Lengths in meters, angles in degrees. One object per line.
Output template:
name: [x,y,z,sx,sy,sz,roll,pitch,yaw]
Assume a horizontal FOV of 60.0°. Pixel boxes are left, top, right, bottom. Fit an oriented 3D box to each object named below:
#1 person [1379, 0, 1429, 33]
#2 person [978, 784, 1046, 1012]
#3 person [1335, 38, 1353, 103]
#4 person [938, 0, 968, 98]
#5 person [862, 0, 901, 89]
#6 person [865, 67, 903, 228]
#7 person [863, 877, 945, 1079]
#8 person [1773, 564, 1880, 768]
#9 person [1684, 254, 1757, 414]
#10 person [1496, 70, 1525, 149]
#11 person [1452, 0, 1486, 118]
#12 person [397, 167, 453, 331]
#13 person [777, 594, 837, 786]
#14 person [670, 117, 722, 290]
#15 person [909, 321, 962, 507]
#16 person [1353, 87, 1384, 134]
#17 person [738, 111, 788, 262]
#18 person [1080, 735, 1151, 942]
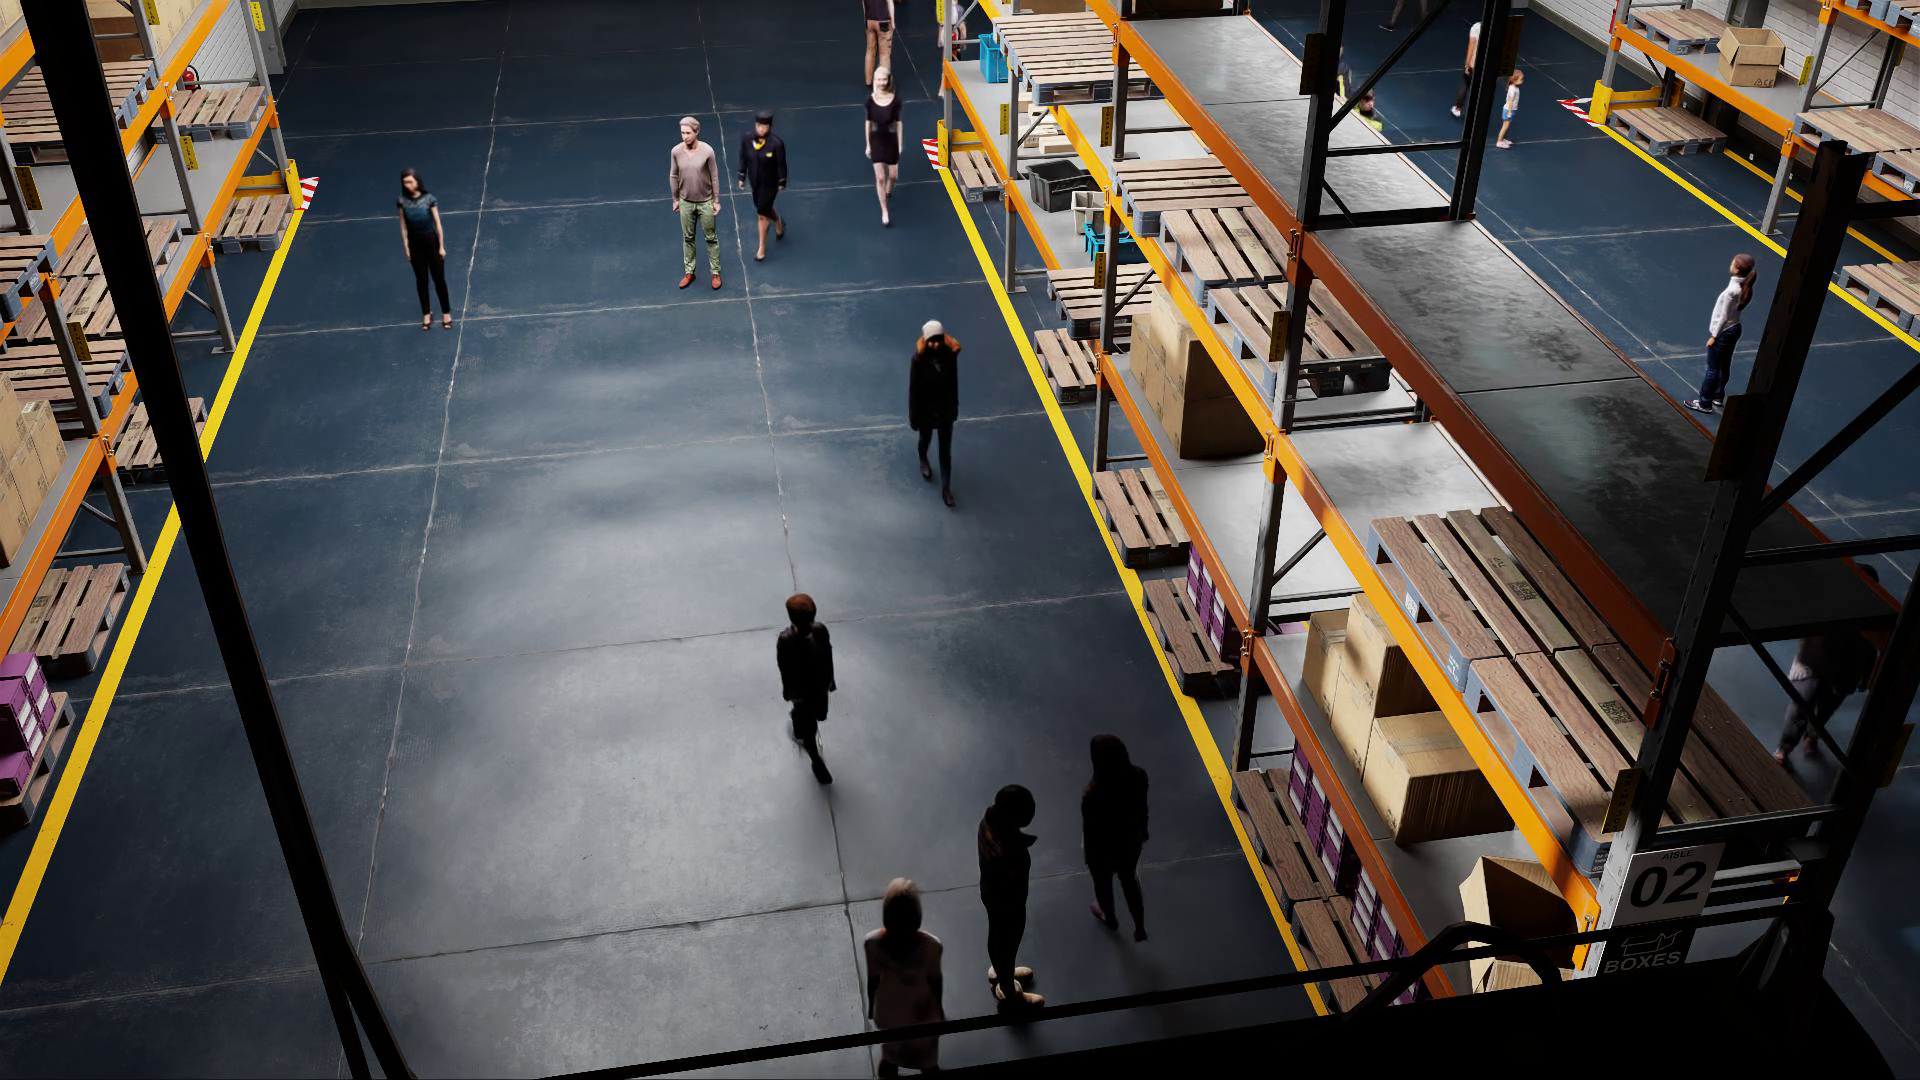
person: [7.063,-8.637,25.416,0.962,1.765,1.084,-17,37,-24]
person: [0.240,2.043,9.442,0.662,1.660,0.589,8,35,12]
person: [4.578,-5.076,20.001,1.021,1.827,0.961,13,36,19]
person: [-0.145,-6.885,23.005,1.022,1.514,1.033,24,40,31]
person: [-1.154,-7.282,23.308,0.767,1.841,0.822,20,39,27]
person: [-0.886,-4.582,19.270,0.634,1.815,0.915,-2,34,-4]
person: [-0.276,2.467,8.728,0.624,1.745,0.610,5,34,7]
person: [5.983,0.788,11.393,0.830,1.590,0.905,12,35,17]
person: [7.149,-1.941,15.528,0.619,1.558,0.646,-25,41,-33]
person: [7.108,-5.587,21.501,0.538,1.017,0.460,14,36,20]
person: [6.885,-6.243,21.943,0.672,1.620,0.931,2,34,2]
person: [-5.438,-2.962,16.902,0.570,1.736,0.520,-2,34,-4]
person: [-1.049,0.948,11.296,0.748,1.431,0.957,-19,38,-26]
person: [-2.804,-3.609,17.754,0.741,1.872,0.682,3,34,5]
person: [-0.244,-1.157,14.312,0.723,1.598,1.068,-10,35,-14]
person: [4.286,-4.079,18.385,0.839,1.956,0.808,-13,36,-19]
person: [-2.153,-3.992,18.545,1.042,1.634,1.190,15,36,21]
person: [0.934,1.823,9.840,0.743,1.585,0.866,-12,35,-17]
